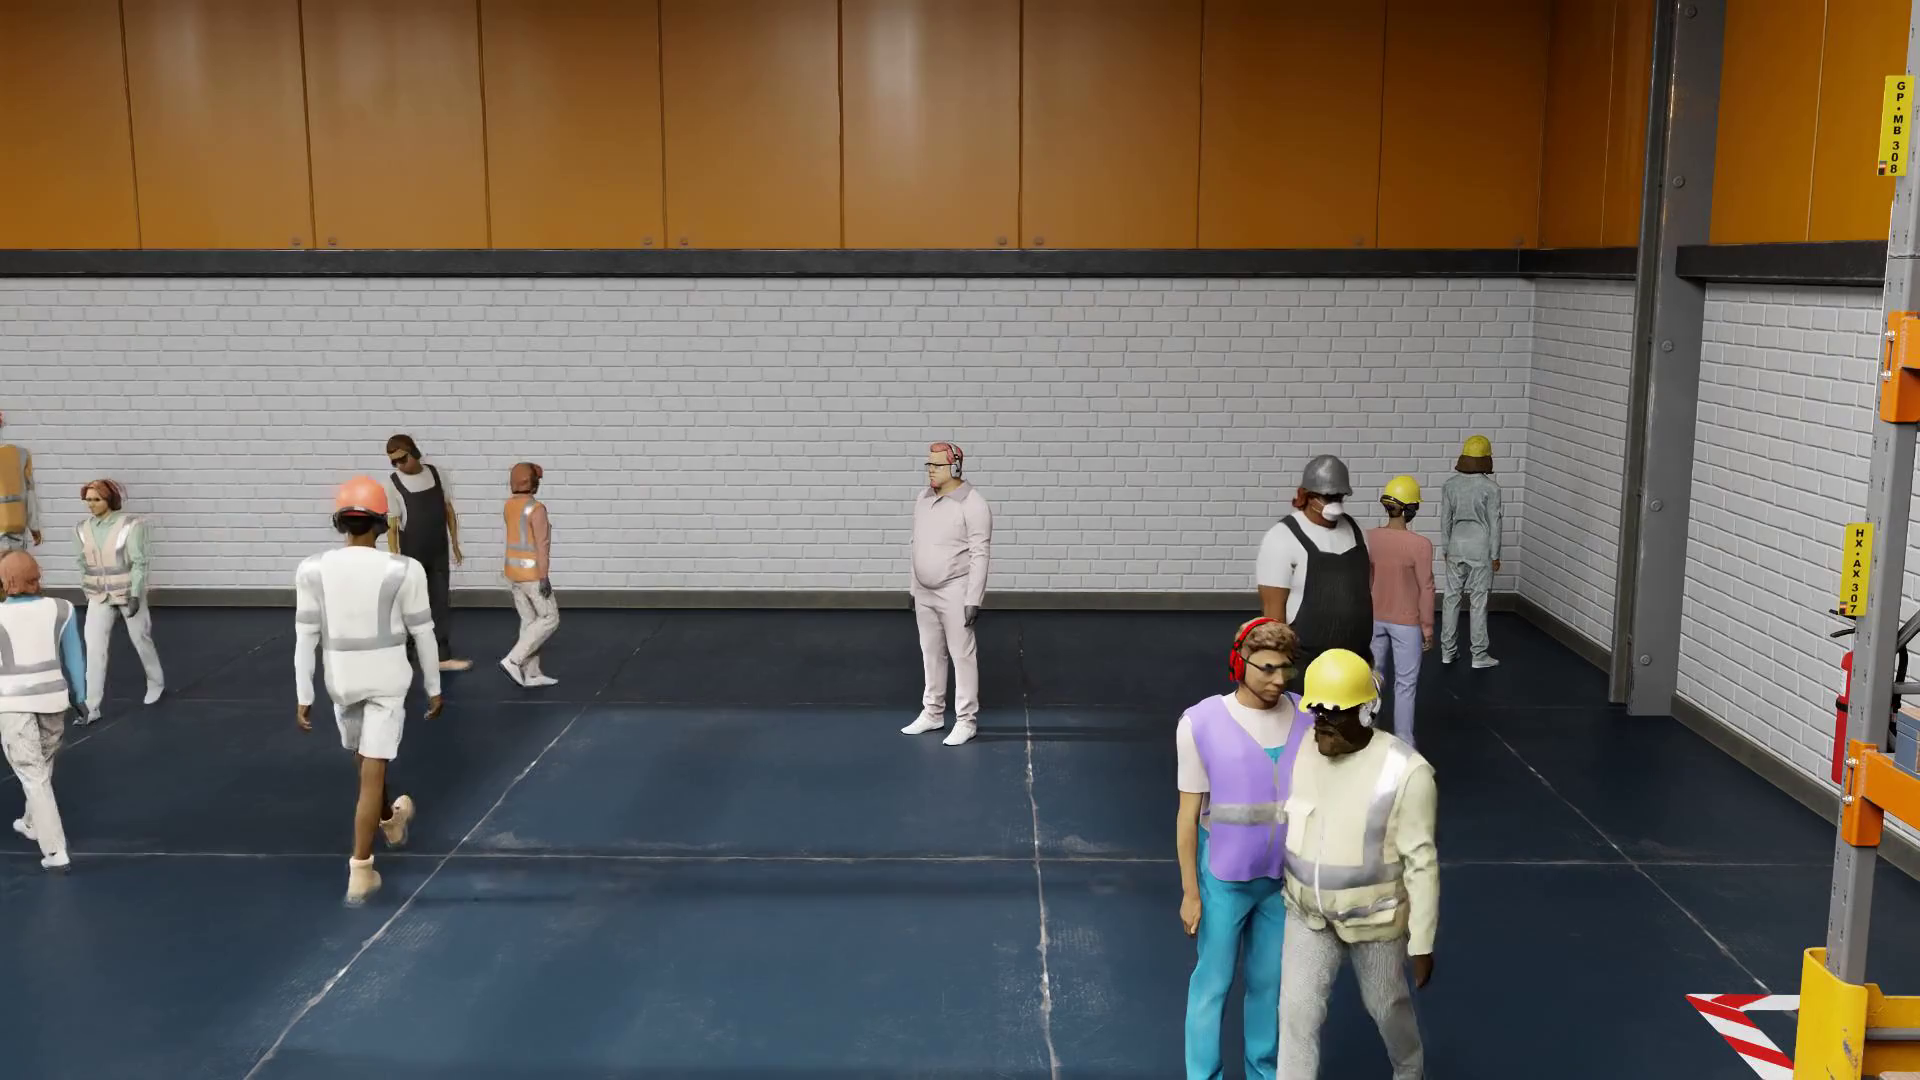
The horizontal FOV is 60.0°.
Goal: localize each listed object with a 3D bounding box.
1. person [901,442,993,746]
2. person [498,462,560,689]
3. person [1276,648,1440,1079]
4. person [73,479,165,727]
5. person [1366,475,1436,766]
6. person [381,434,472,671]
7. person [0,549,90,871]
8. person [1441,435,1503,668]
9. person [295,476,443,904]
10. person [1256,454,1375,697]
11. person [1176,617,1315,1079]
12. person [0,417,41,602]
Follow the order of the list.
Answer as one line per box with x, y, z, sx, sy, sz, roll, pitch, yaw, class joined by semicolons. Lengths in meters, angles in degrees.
-0.101;0.332;10.488;0.643;1.909;0.410;9;13;44;person
-3.064;0.265;11.719;0.414;1.617;0.544;-8;13;-41;person
1.331;1.216;5.604;0.620;1.799;0.839;7;12;38;person
-5.646;0.381;11.128;0.513;1.599;0.845;0;9;1;person
2.608;0.493;9.944;0.310;1.769;0.522;-8;13;-42;person
-3.911;0.113;12.138;0.332;1.806;0.642;9;13;44;person
-4.709;0.837;8.387;0.857;1.589;0.534;8;12;39;person
3.835;0.084;12.463;0.295;1.744;0.484;-9;13;-44;person
-2.851;0.678;8.138;0.631;1.989;1.050;0;9;1;person
1.932;0.542;8.826;0.696;2.000;0.536;-5;11;-27;person
0.991;1.161;5.715;0.565;1.840;0.390;-4;10;-24;person
-7.661;-0.112;13.119;0.783;1.910;0.572;4;10;25;person
